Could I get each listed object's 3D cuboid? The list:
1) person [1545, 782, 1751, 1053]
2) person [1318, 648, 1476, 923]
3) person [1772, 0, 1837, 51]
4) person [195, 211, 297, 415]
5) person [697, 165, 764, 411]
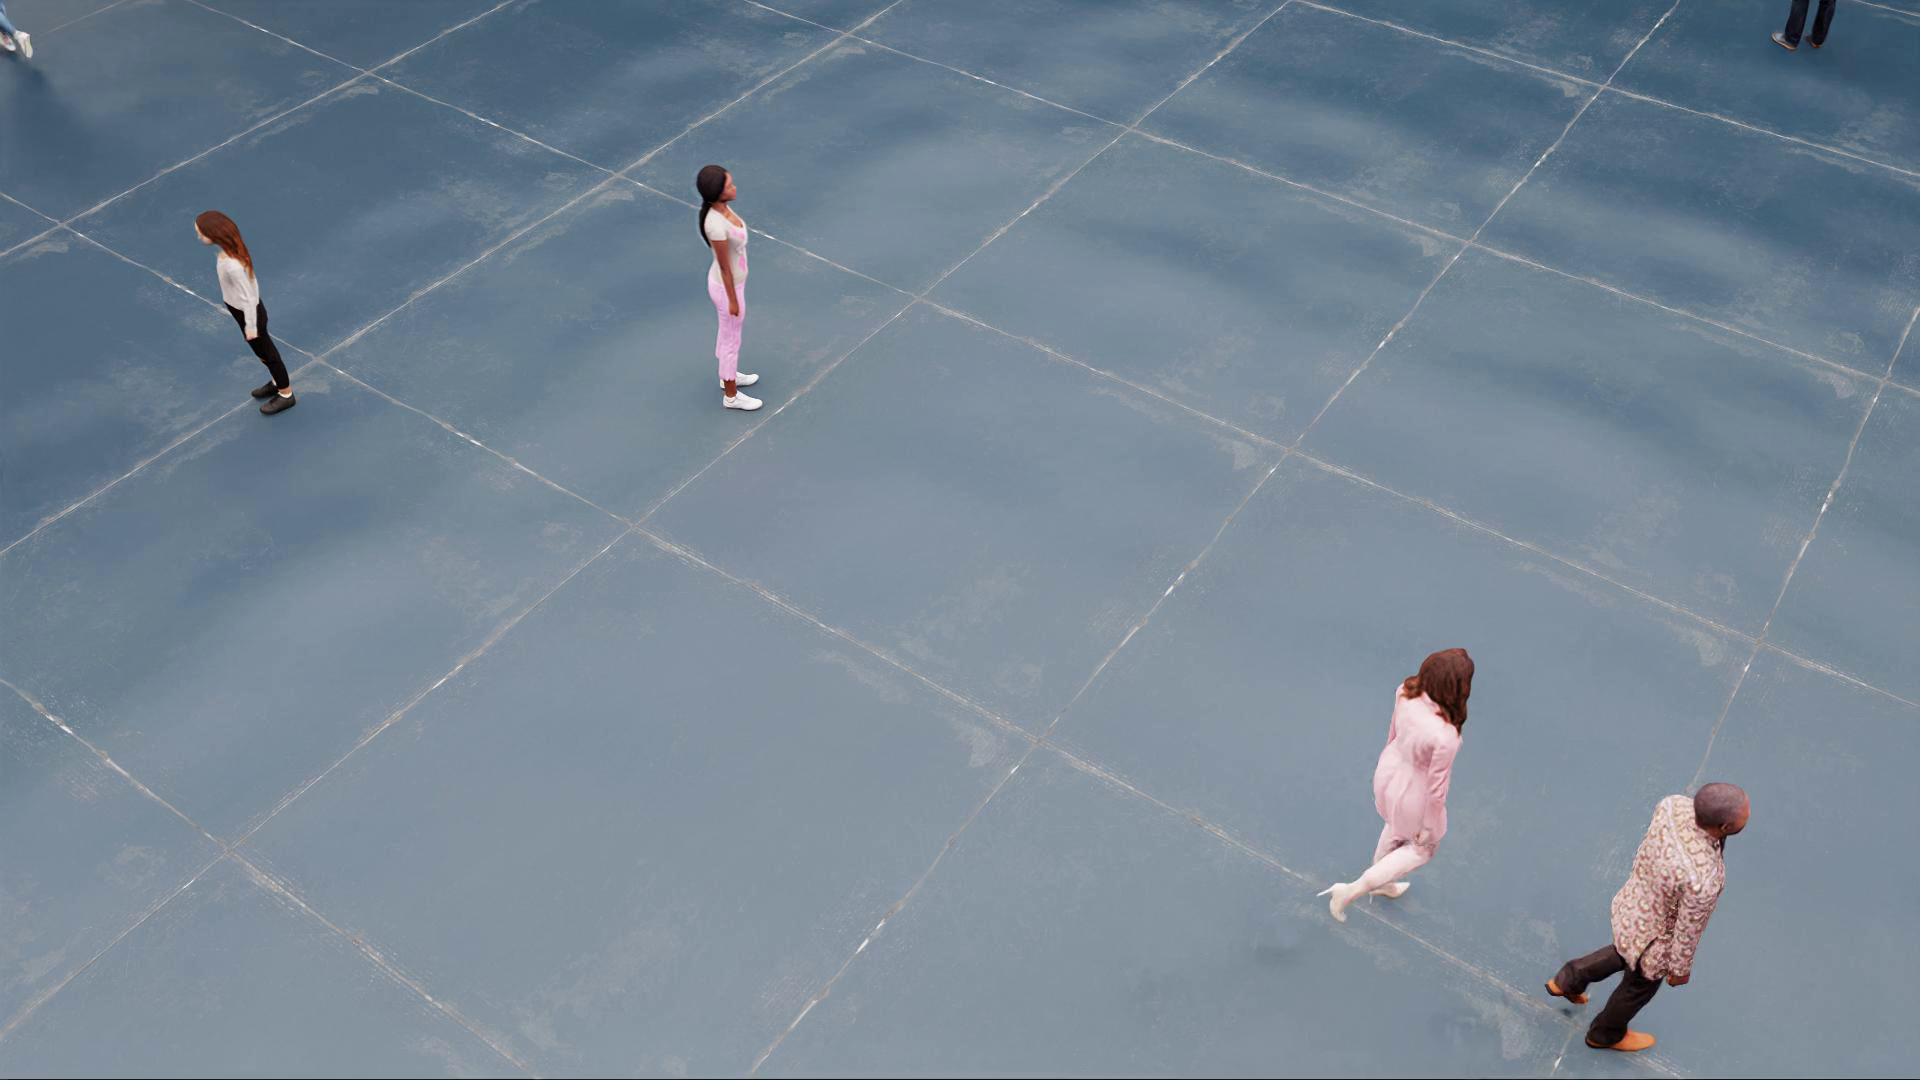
[{"bbox_3d":[2.901,1.648,7.139,0.913,1.792,0.857,3,43,3],"label":"person"},{"bbox_3d":[1.996,1.177,7.644,0.908,1.791,0.886,-16,45,-16],"label":"person"},{"bbox_3d":[7.542,-5.103,14.354,0.801,1.813,0.876,-4,43,-4],"label":"person"},{"bbox_3d":[-4.582,-1.485,10.719,0.678,1.484,0.563,-20,47,-20],"label":"person"},{"bbox_3d":[-1.497,-1.632,10.689,0.709,1.741,0.650,-7,43,-7],"label":"person"}]
